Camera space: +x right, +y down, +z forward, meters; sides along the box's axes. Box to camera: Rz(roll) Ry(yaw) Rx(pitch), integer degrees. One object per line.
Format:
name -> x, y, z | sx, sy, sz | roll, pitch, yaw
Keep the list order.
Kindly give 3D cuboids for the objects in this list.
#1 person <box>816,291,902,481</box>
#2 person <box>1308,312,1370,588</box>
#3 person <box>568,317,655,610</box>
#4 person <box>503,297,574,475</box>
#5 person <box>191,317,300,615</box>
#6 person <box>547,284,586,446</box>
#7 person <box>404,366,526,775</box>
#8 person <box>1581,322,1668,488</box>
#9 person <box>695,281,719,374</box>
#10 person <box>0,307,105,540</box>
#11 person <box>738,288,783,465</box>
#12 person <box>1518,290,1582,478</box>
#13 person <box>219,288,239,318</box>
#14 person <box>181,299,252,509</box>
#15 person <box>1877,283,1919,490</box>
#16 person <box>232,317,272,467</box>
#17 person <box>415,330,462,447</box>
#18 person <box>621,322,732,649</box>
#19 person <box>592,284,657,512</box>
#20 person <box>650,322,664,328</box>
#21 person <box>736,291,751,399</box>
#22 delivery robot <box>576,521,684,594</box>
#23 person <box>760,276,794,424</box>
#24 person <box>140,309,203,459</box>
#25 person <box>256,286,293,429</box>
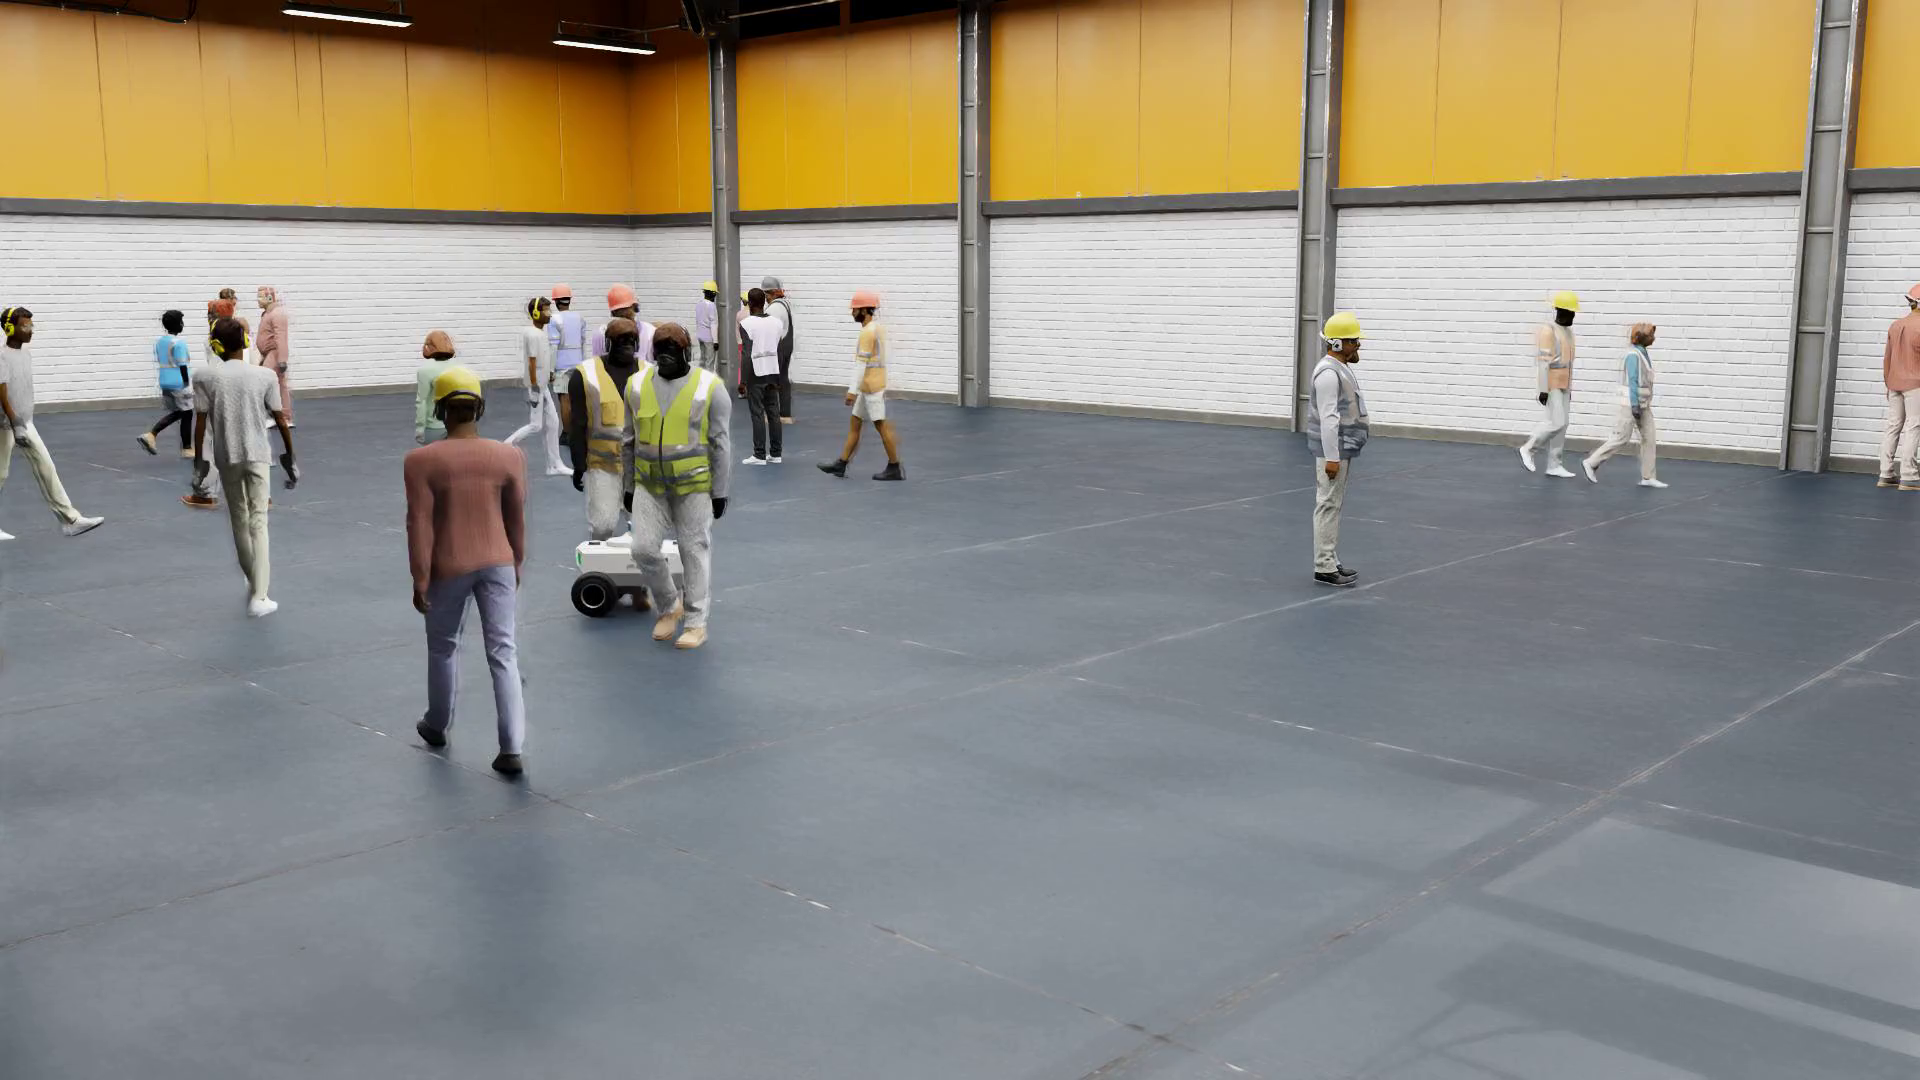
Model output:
person -> -1.014, -1.530, 16.625 | 0.945, 1.890, 0.567 | 0, 9, 2
person -> 2.539, -0.608, 11.177 | 0.404, 1.832, 0.596 | 3, 10, 17
person -> -2.135, -0.487, 10.452 | 0.641, 1.826, 0.616 | -4, 10, -22
person -> -4.378, -1.557, 16.998 | 0.807, 1.846, 0.520 | -1, 9, -5
person -> -4.472, -0.483, 10.442 | 0.591, 1.811, 0.969 | -2, 10, -15
person -> -4.752, -2.104, 20.036 | 0.375, 1.933, 0.550 | 7, 12, 38
person -> -2.103, 0.116, 7.114 | 0.533, 1.704, 0.928 | -6, 11, -33
person -> 6.521, -1.320, 16.223 | 0.733, 1.611, 0.514 | 8, 12, 41
person -> -4.173, -3.337, 27.646 | 0.381, 1.919, 0.584 | -7, 11, -35
person -> -7.276, -0.883, 12.945 | 0.976, 1.812, 0.540 | 1, 9, 5
person -> -2.149, -1.761, 18.062 | 0.369, 1.891, 0.597 | 8, 12, 39
person -> 6.030, -1.575, 16.871 | 0.604, 1.905, 0.492 | -8, 13, -42
person -> -10.532, -2.698, 24.018 | 0.541, 1.841, 0.430 | 5, 11, 29
person -> -6.528, -1.188, 14.675 | 0.897, 1.842, 0.597 | 2, 10, 13
person -> 9.167, -1.476, 16.012 | 0.391, 1.989, 0.621 | -1, 9, -9
person -> -7.664, -1.544, 17.591 | 0.699, 1.614, 0.521 | -2, 9, -12
person -> -4.277, -0.936, 13.848 | 0.507, 1.615, 0.514 | 5, 11, 28
person -> -1.590, -0.294, 9.271 | 0.656, 1.825, 0.450 | 2, 9, 11
person -> -2.846, -1.194, 14.269 | 0.625, 1.986, 0.879 | -4, 10, -25
person -> -2.780, -1.201, 15.412 | 0.286, 1.636, 0.497 | 2, 9, 10
person -> -3.424, -3.159, 27.025 | 0.314, 1.767, 0.534 | -9, 13, -43
delivery robot -> -2.001, 0.123, 10.312 | 0.707, 0.478, 0.477 | 0, 9, -2
person -> -2.567, -2.583, 22.652 | 0.586, 2.000, 0.695 | 2, 9, 9
person -> -8.735, -1.712, 18.410 | 0.538, 1.677, 0.577 | 8, 12, 39
person -> -9.132, -2.388, 21.905 | 0.613, 1.886, 0.680 | -5, 11, -30
